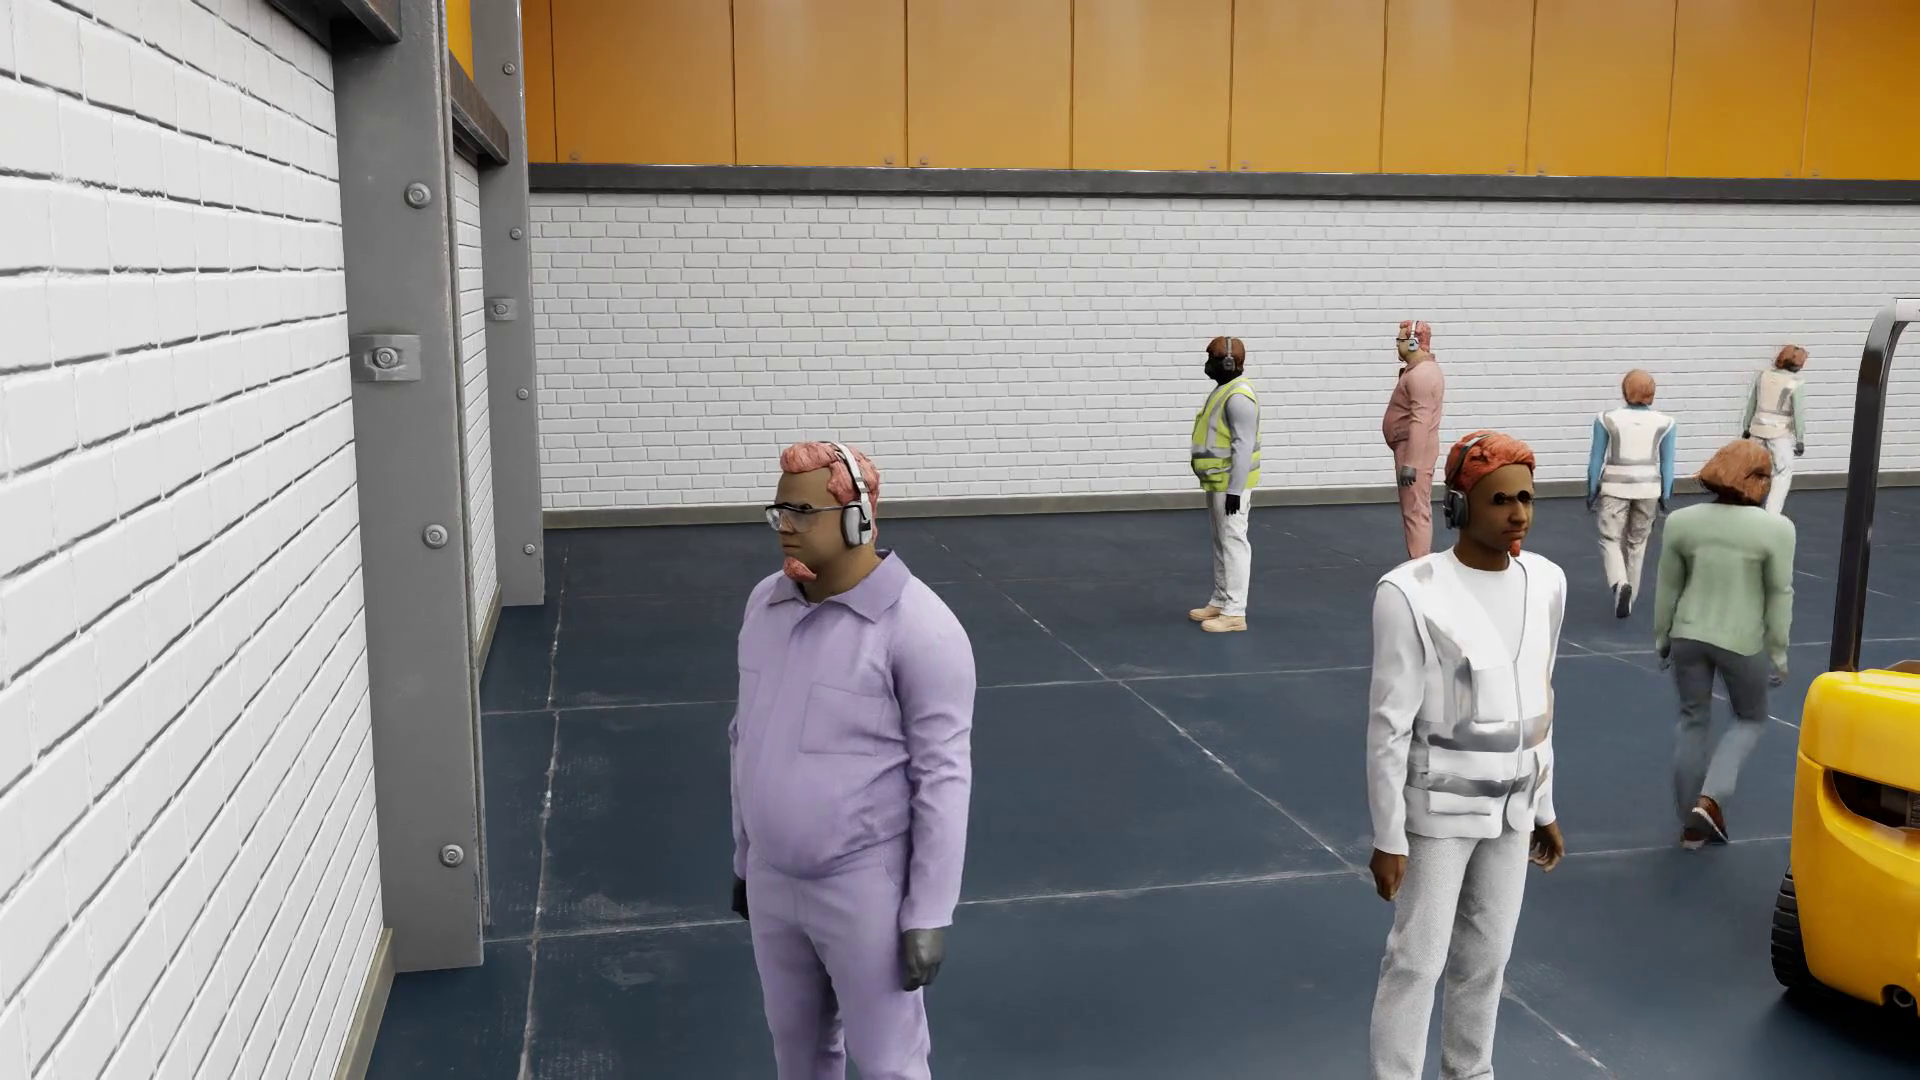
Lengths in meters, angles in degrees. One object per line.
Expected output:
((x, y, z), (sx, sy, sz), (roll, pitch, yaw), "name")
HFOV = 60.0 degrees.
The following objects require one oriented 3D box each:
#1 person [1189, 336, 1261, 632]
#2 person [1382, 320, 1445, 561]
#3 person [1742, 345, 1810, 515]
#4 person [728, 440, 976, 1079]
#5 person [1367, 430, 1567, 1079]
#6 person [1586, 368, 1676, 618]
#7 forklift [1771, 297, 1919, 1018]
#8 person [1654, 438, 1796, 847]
((1.655, -0.350, 10.415), (0.430, 1.845, 0.622), (0, 9, -1), "person")
((3.149, -0.579, 11.617), (0.403, 1.906, 0.652), (3, 10, 20), "person")
((6.989, -0.879, 14.345), (0.324, 1.612, 0.630), (-4, 10, -25), "person")
((-0.282, 0.734, 3.611), (0.650, 1.907, 0.409), (8, 12, 39), "person")
((1.233, 0.673, 4.049), (0.584, 1.882, 0.339), (-5, 11, -27), "person")
((4.310, -0.287, 10.681), (0.522, 1.622, 0.628), (2, 10, 12), "person")
((3.542, 0.334, 5.177), (2.313, 2.155, 1.214), (-9, 13, -43), "forklift")
((2.949, 0.409, 6.450), (0.369, 1.611, 0.523), (-9, 13, -44), "person")
